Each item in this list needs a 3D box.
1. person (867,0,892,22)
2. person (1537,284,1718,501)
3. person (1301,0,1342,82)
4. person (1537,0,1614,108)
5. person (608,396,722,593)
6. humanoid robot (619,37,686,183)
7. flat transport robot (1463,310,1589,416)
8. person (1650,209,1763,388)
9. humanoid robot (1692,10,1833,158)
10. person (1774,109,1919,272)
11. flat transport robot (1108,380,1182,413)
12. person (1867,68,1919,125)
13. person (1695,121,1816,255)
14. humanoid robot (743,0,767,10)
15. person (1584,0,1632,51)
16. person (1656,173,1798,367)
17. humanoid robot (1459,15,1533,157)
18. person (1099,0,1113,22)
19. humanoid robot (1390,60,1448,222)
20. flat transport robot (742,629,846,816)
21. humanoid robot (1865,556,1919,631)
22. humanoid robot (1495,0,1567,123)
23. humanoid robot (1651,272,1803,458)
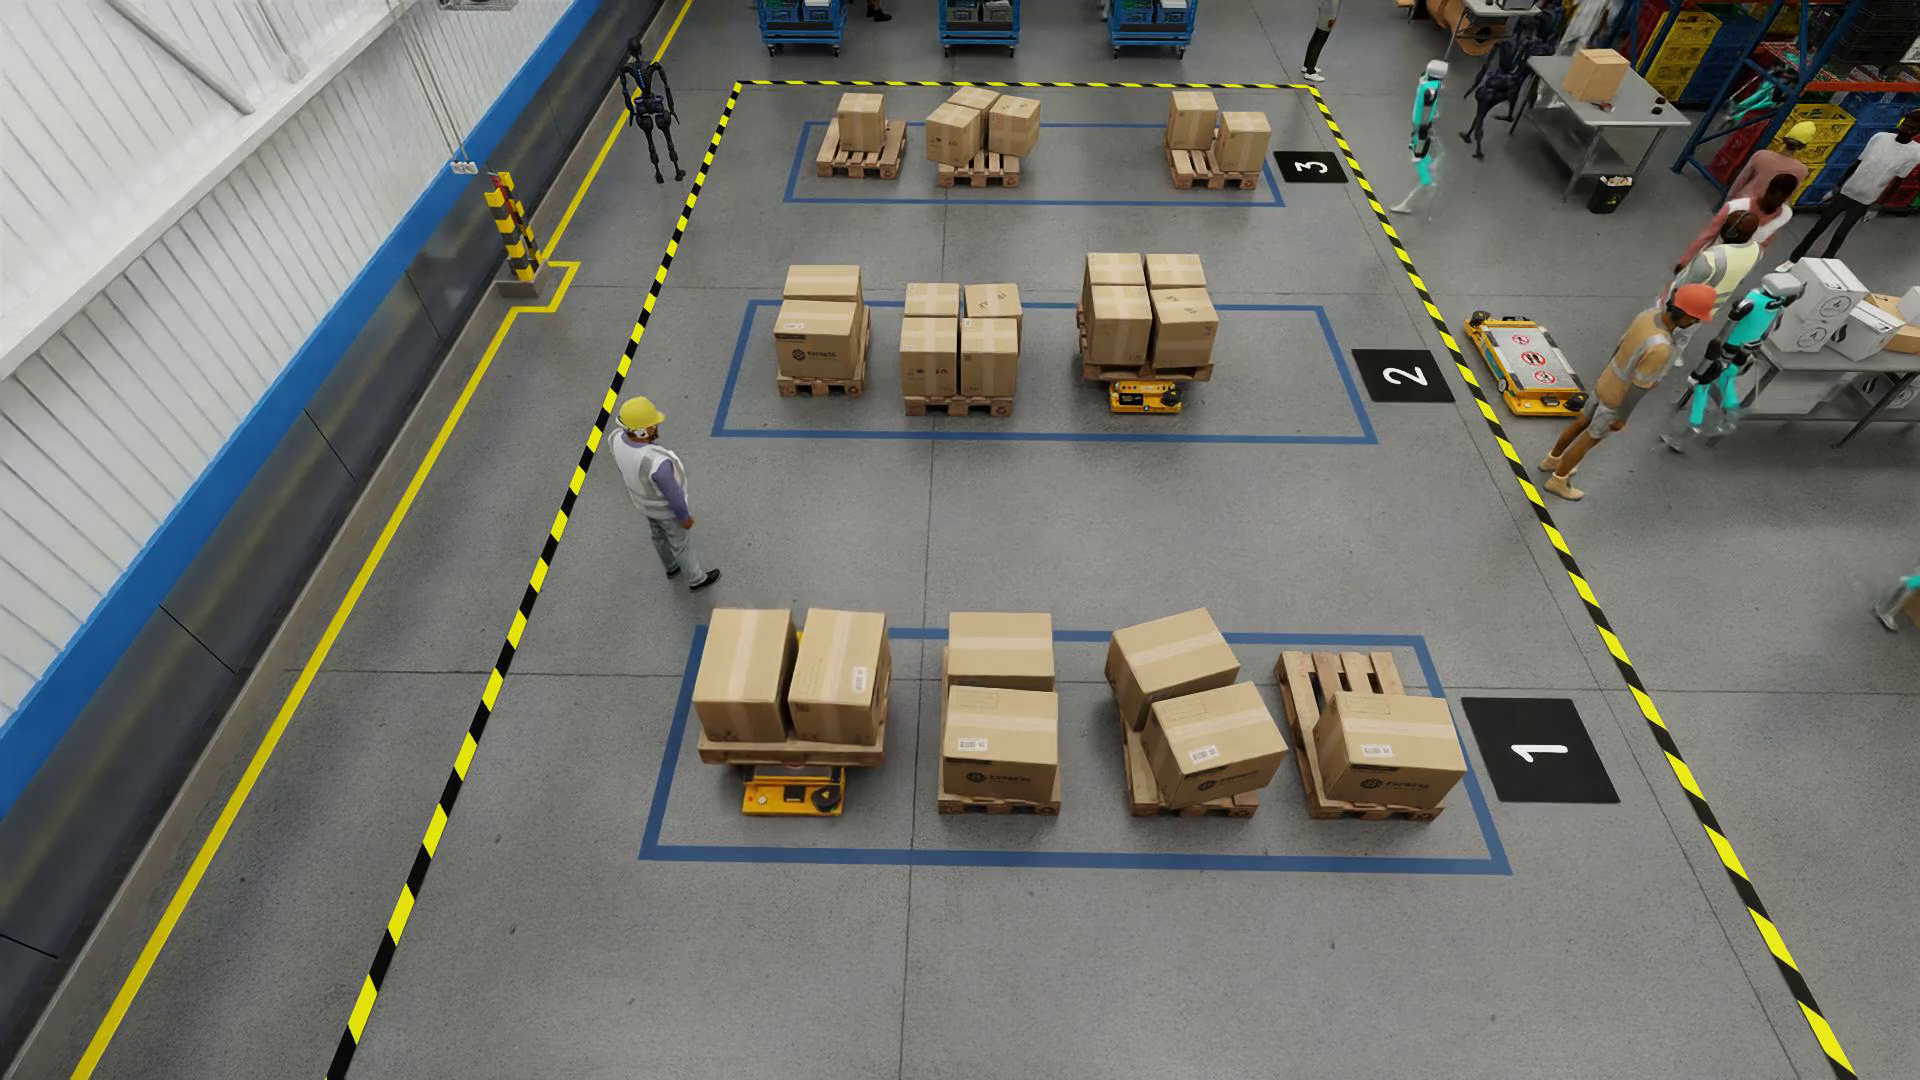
[{"bbox_3d":[-1.360,-9.295,14.479,0.372,1.932,0.543,-23,53,-19],"label":"person"},{"bbox_3d":[5.342,-1.181,7.390,0.400,2.031,0.609,14,51,12],"label":"person"},{"bbox_3d":[5.284,-7.541,13.013,0.394,1.850,0.598,5,49,4],"label":"person"},{"bbox_3d":[8.398,-6.889,12.465,0.510,1.835,0.609,22,53,18],"label":"person"},{"bbox_3d":[-2.195,-0.309,6.772,0.590,1.822,0.404,31,56,24],"label":"person"},{"bbox_3d":[-3.733,-5.173,11.071,0.599,1.655,0.315,-7,49,-6],"label":"humanoid robot"},{"bbox_3d":[5.573,-1.757,9.054,0.659,0.231,1.431,1,49,1],"label":"flat transport robot"},{"bbox_3d":[6.627,-2.131,8.347,0.629,1.835,0.429,-12,50,-10],"label":"person"},{"bbox_3d":[9.915,-5.630,11.462,0.904,1.811,0.558,1,49,1],"label":"humanoid robot"},{"bbox_3d":[9.354,-3.572,9.576,0.332,1.861,0.497,-21,52,-18],"label":"person"},{"bbox_3d":[1.773,-1.807,9.079,0.652,0.197,1.431,1,49,1],"label":"flat transport robot"},{"bbox_3d":[12.208,-6.026,11.614,1.048,1.980,0.629,3,49,3],"label":"person"},{"bbox_3d":[8.223,-3.460,9.535,0.305,1.772,0.525,-29,55,-23],"label":"person"},{"bbox_3d":[-3.322,-9.300,14.661,0.618,1.641,0.588,1,49,1],"label":"humanoid robot"},{"bbox_3d":[9.451,-7.697,13.230,0.490,1.729,0.488,-6,49,-5],"label":"person"},{"bbox_3d":[7.280,-2.689,8.799,0.624,1.871,0.949,5,49,4],"label":"person"},{"bbox_3d":[6.789,-5.739,11.612,0.589,1.646,0.778,-4,49,-3],"label":"humanoid robot"},{"bbox_3d":[2.485,-9.148,14.413,0.465,1.835,0.588,-3,49,-3],"label":"person"},{"bbox_3d":[5.400,-4.476,10.510,0.792,1.879,0.546,9,50,8],"label":"humanoid robot"},{"bbox_3d":[-1.096,1.226,6.454,0.652,0.197,1.431,1,49,1],"label":"flat transport robot"},{"bbox_3d":[7.155,0.091,6.564,0.540,1.906,0.717,5,49,5],"label":"humanoid robot"},{"bbox_3d":[7.668,-6.379,12.127,0.605,1.646,0.472,-14,51,-12],"label":"humanoid robot"},{"bbox_3d":[6.518,-1.311,7.744,0.545,1.865,0.653,-13,50,-11],"label":"humanoid robot"}]
